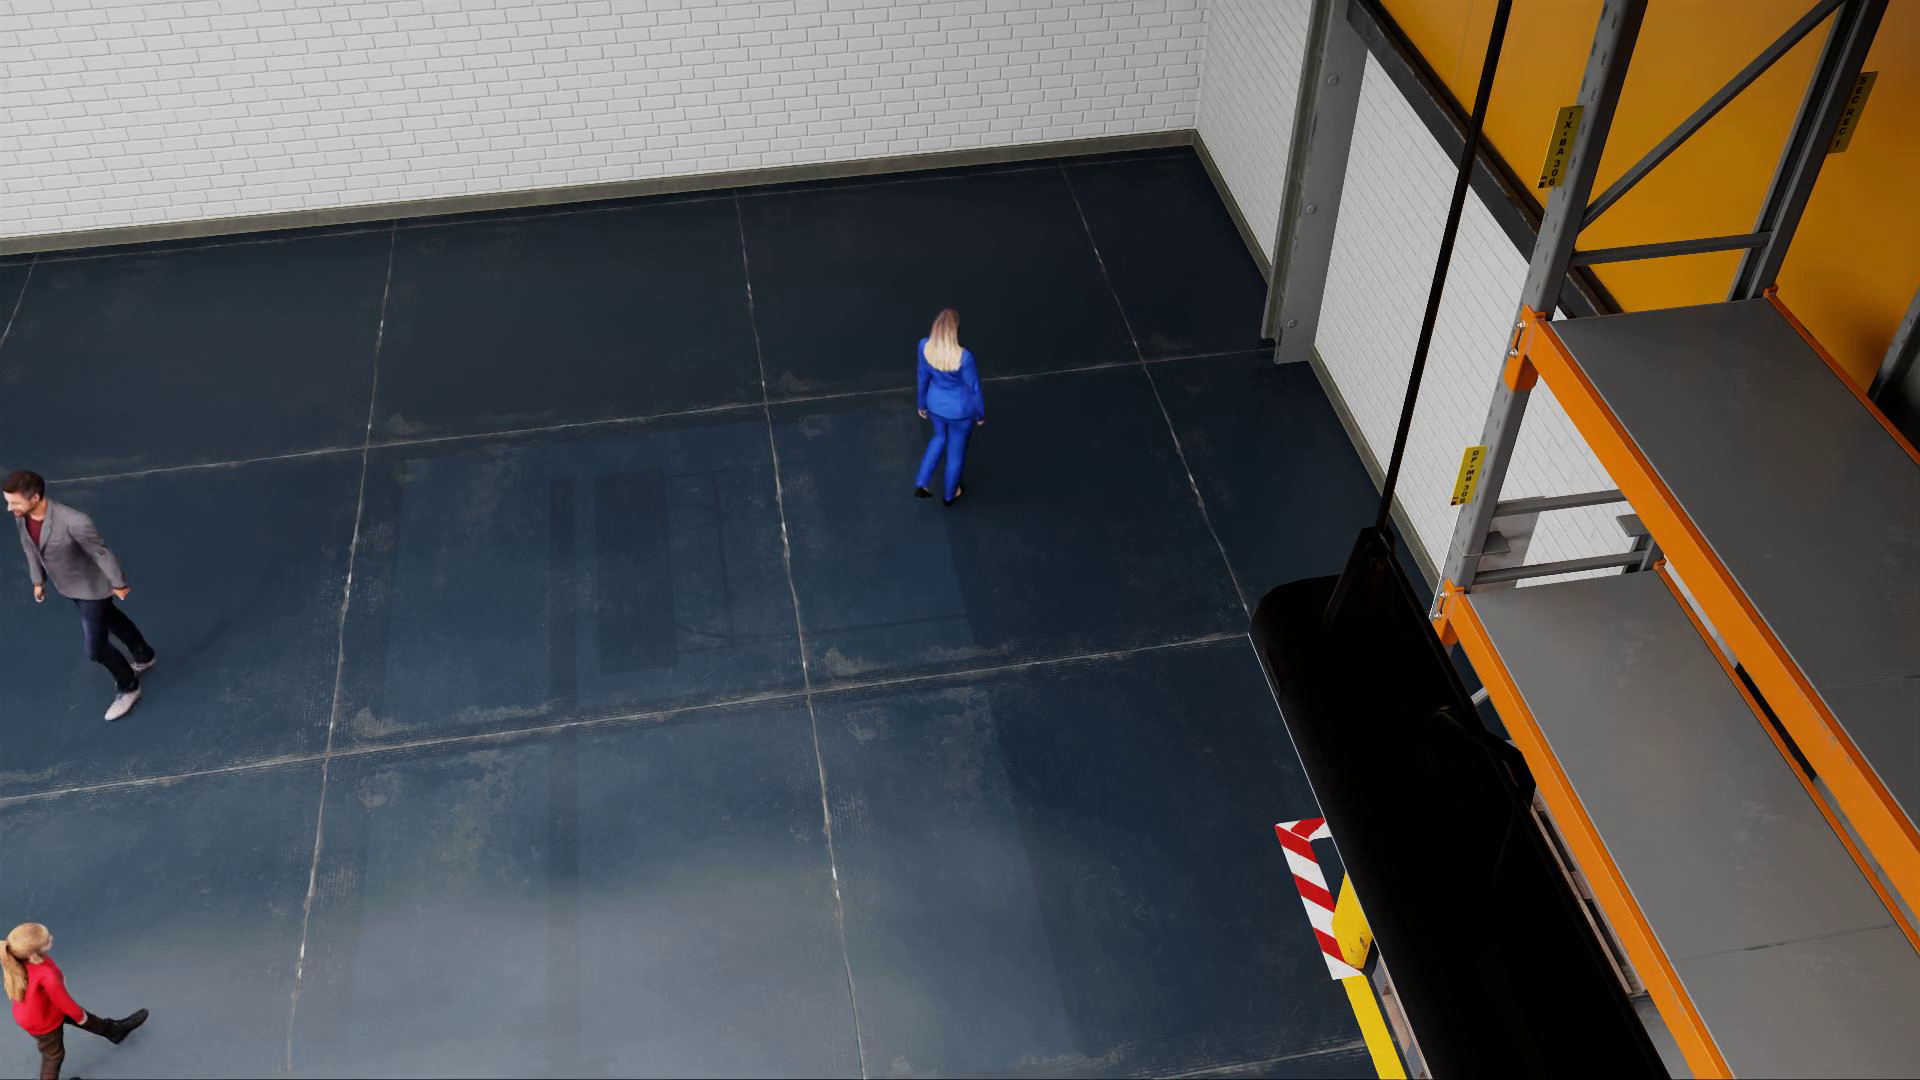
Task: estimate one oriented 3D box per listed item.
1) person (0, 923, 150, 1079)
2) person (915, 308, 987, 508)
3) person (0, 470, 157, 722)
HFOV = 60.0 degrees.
[{"bbox_3d":[-4.622,2.401,8.317,0.876,1.240,0.888,29,51,27],"label":"person"},{"bbox_3d":[-0.113,-0.837,11.391,0.796,1.689,0.856,25,49,24],"label":"person"},{"bbox_3d":[-5.287,0.213,10.170,0.907,1.852,0.970,22,48,22],"label":"person"}]
